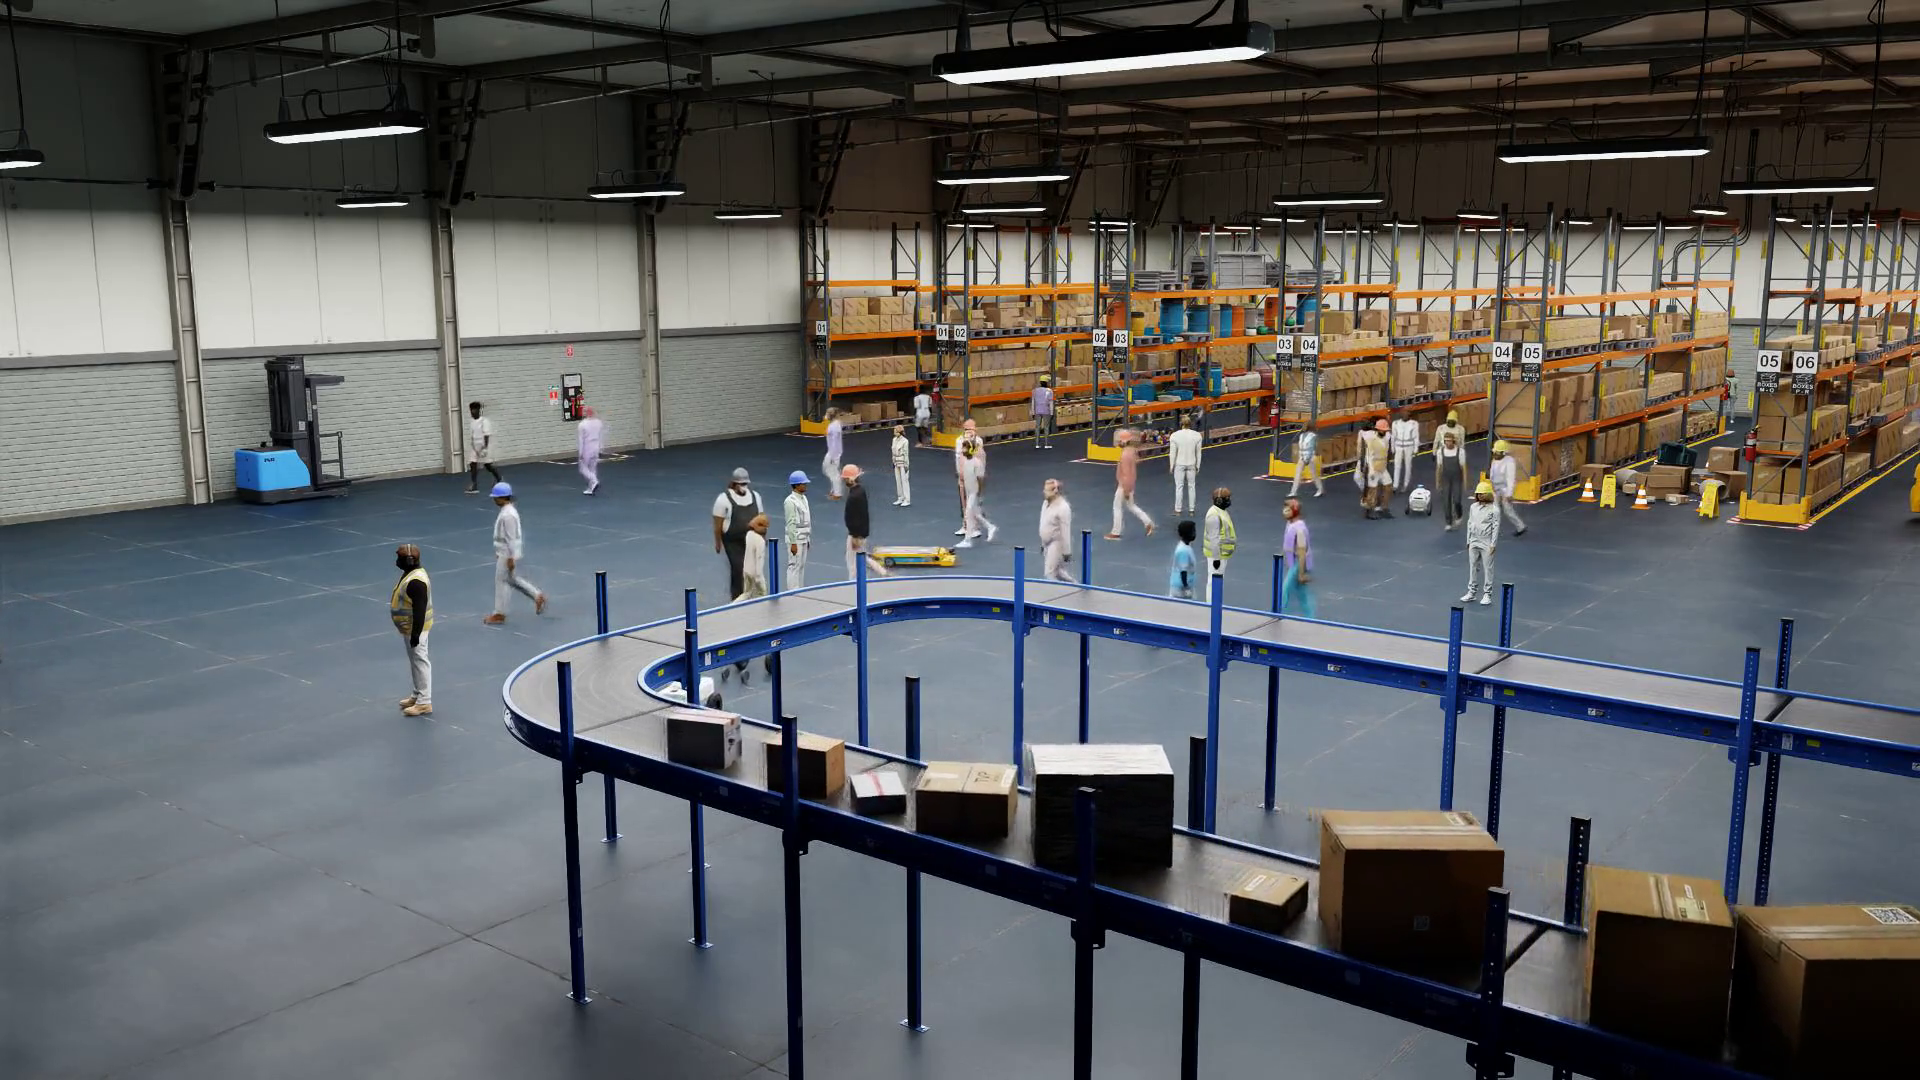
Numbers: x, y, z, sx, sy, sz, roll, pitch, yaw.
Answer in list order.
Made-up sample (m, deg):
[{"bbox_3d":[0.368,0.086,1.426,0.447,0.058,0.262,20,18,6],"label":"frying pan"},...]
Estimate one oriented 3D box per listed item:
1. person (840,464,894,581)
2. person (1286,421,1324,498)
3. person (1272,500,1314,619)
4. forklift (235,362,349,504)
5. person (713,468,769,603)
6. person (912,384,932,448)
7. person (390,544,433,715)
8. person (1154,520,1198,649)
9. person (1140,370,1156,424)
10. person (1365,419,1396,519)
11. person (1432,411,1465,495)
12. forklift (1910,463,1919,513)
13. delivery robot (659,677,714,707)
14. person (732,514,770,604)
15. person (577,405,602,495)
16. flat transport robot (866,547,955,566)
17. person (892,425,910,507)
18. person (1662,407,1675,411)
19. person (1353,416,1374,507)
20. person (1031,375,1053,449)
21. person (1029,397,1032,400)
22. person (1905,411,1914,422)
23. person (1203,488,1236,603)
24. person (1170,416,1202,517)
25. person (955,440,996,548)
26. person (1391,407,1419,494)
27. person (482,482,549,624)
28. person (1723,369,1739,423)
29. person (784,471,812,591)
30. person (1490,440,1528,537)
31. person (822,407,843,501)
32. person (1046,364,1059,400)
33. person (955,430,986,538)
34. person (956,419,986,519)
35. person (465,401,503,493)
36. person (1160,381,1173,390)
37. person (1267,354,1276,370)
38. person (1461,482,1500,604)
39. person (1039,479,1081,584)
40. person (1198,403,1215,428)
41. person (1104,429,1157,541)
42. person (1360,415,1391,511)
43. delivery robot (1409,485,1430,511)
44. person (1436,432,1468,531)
[{"bbox_3d":[-1.374,-0.117,22.575,0.732,1.976,0.641,2,10,11],"label":"person"},{"bbox_3d":[7.211,-1.684,32.424,0.842,1.601,0.510,-5,11,-28],"label":"person"},{"bbox_3d":[4.238,0.373,20.302,0.933,1.802,0.594,1,10,4],"label":"person"},{"bbox_3d":[-13.803,-2.244,32.110,1.129,2.768,1.873,8,13,37],"label":"forklift"},{"bbox_3d":[-3.031,-0.012,21.906,0.712,2.000,0.723,-8,13,-38],"label":"person"},{"bbox_3d":[-0.999,-3.244,40.982,0.613,1.670,0.363,-7,12,-34],"label":"person"},{"bbox_3d":[-5.918,0.953,16.917,0.429,1.844,0.625,-5,11,-25],"label":"person"},{"bbox_3d":[2.763,0.558,19.664,0.869,1.657,0.540,3,10,14],"label":"person"},{"bbox_3d":[5.645,-4.297,47.065,0.527,1.620,0.413,6,12,32],"label":"person"},{"bbox_3d":[7.961,-1.319,29.489,0.587,1.909,0.729,-7,12,-34],"label":"person"},{"bbox_3d":[10.121,-1.778,32.448,0.602,1.770,0.957,5,11,27],"label":"person"},{"bbox_3d":[19.034,-1.348,28.998,2.313,2.155,1.214,8,13,37],"label":"forklift"},{"bbox_3d":[-2.899,1.632,16.572,0.477,0.478,0.707,3,11,18],"label":"delivery robot"},{"bbox_3d":[-2.762,0.443,20.462,0.703,1.596,0.537,-7,12,-33],"label":"person"},{"bbox_3d":[-7.710,-1.866,32.647,0.514,1.891,0.648,7,12,35],"label":"person"},{"bbox_3d":[-0.801,0.257,25.374,1.431,0.197,0.652,0,10,1],"label":"flat transport robot"},{"bbox_3d":[-1.180,-1.487,31.265,0.323,1.630,0.507,-7,12,-33],"label":"person"},{"bbox_3d":[21.482,-4.494,47.341,0.561,1.925,0.599,-3,11,-16],"label":"person"},{"bbox_3d":[8.097,-1.561,31.116,0.444,1.819,0.652,-3,11,-18],"label":"person"},{"bbox_3d":[2.161,-3.337,40.831,0.590,1.923,0.383,4,11,22],"label":"person"},{"bbox_3d":[2.191,-4.545,47.989,0.626,1.788,0.889,8,13,38],"label":"person"},{"bbox_3d":[25.760,-3.633,42.634,1.040,1.887,0.637,9,13,40],"label":"person"},{"bbox_3d":[3.504,0.208,21.111,0.430,1.845,0.619,3,11,16],"label":"person"},{"bbox_3d":[4.315,-1.421,30.008,0.630,1.940,0.372,-1,10,-6],"label":"person"},{"bbox_3d":[0.276,-0.808,26.849,0.770,1.848,0.524,-5,11,-27],"label":"person"},{"bbox_3d":[9.351,-1.889,32.942,0.591,1.836,0.981,5,11,26],"label":"person"},{"bbox_3d":[-6.055,0.158,21.169,0.816,1.923,0.624,-3,11,-16],"label":"person"},{"bbox_3d":[23.310,-4.361,47.406,0.500,1.636,0.283,3,11,17],"label":"person"},{"bbox_3d":[-2.276,-0.008,22.018,0.381,1.951,0.605,2,10,12],"label":"person"},{"bbox_3d":[9.570,-0.873,27.382,0.811,1.794,0.612,-3,11,-19],"label":"person"},{"bbox_3d":[-2.624,-1.756,31.929,0.487,1.923,0.664,-1,10,-5],"label":"person"},{"bbox_3d":[2.656,-4.330,46.726,0.517,1.818,0.987,8,13,36],"label":"person"},{"bbox_3d":[0.172,-1.007,27.768,0.408,1.909,0.642,-8,13,-38],"label":"person"},{"bbox_3d":[0.210,-1.327,29.592,0.568,1.891,0.930,-3,11,-18],"label":"person"},{"bbox_3d":[-10.131,-1.988,33.203,0.605,1.943,0.869,6,12,29],"label":"person"},{"bbox_3d":[6.966,-5.516,52.927,0.676,1.976,0.653,-10,14,-44],"label":"person"},{"bbox_3d":[10.192,-5.025,50.372,0.777,1.901,0.613,-6,12,-30],"label":"person"},{"bbox_3d":[7.442,0.038,22.343,0.295,1.744,0.490,-8,13,-38],"label":"person"},{"bbox_3d":[1.391,0.067,21.779,0.749,1.884,0.647,-3,11,-17],"label":"person"},{"bbox_3d":[7.218,-4.139,45.836,0.534,1.756,0.486,7,12,33],"label":"person"},{"bbox_3d":[2.987,-0.966,27.374,0.824,1.967,0.620,4,11,23],"label":"person"},{"bbox_3d":[8.175,-1.524,30.850,0.586,1.856,1.039,1,10,4],"label":"person"},{"bbox_3d":[8.941,-0.825,30.401,0.477,0.478,0.707,4,11,21],"label":"delivery robot"},{"bbox_3d":[8.914,-1.066,28.368,0.566,1.820,0.456,6,12,29],"label":"person"}]
